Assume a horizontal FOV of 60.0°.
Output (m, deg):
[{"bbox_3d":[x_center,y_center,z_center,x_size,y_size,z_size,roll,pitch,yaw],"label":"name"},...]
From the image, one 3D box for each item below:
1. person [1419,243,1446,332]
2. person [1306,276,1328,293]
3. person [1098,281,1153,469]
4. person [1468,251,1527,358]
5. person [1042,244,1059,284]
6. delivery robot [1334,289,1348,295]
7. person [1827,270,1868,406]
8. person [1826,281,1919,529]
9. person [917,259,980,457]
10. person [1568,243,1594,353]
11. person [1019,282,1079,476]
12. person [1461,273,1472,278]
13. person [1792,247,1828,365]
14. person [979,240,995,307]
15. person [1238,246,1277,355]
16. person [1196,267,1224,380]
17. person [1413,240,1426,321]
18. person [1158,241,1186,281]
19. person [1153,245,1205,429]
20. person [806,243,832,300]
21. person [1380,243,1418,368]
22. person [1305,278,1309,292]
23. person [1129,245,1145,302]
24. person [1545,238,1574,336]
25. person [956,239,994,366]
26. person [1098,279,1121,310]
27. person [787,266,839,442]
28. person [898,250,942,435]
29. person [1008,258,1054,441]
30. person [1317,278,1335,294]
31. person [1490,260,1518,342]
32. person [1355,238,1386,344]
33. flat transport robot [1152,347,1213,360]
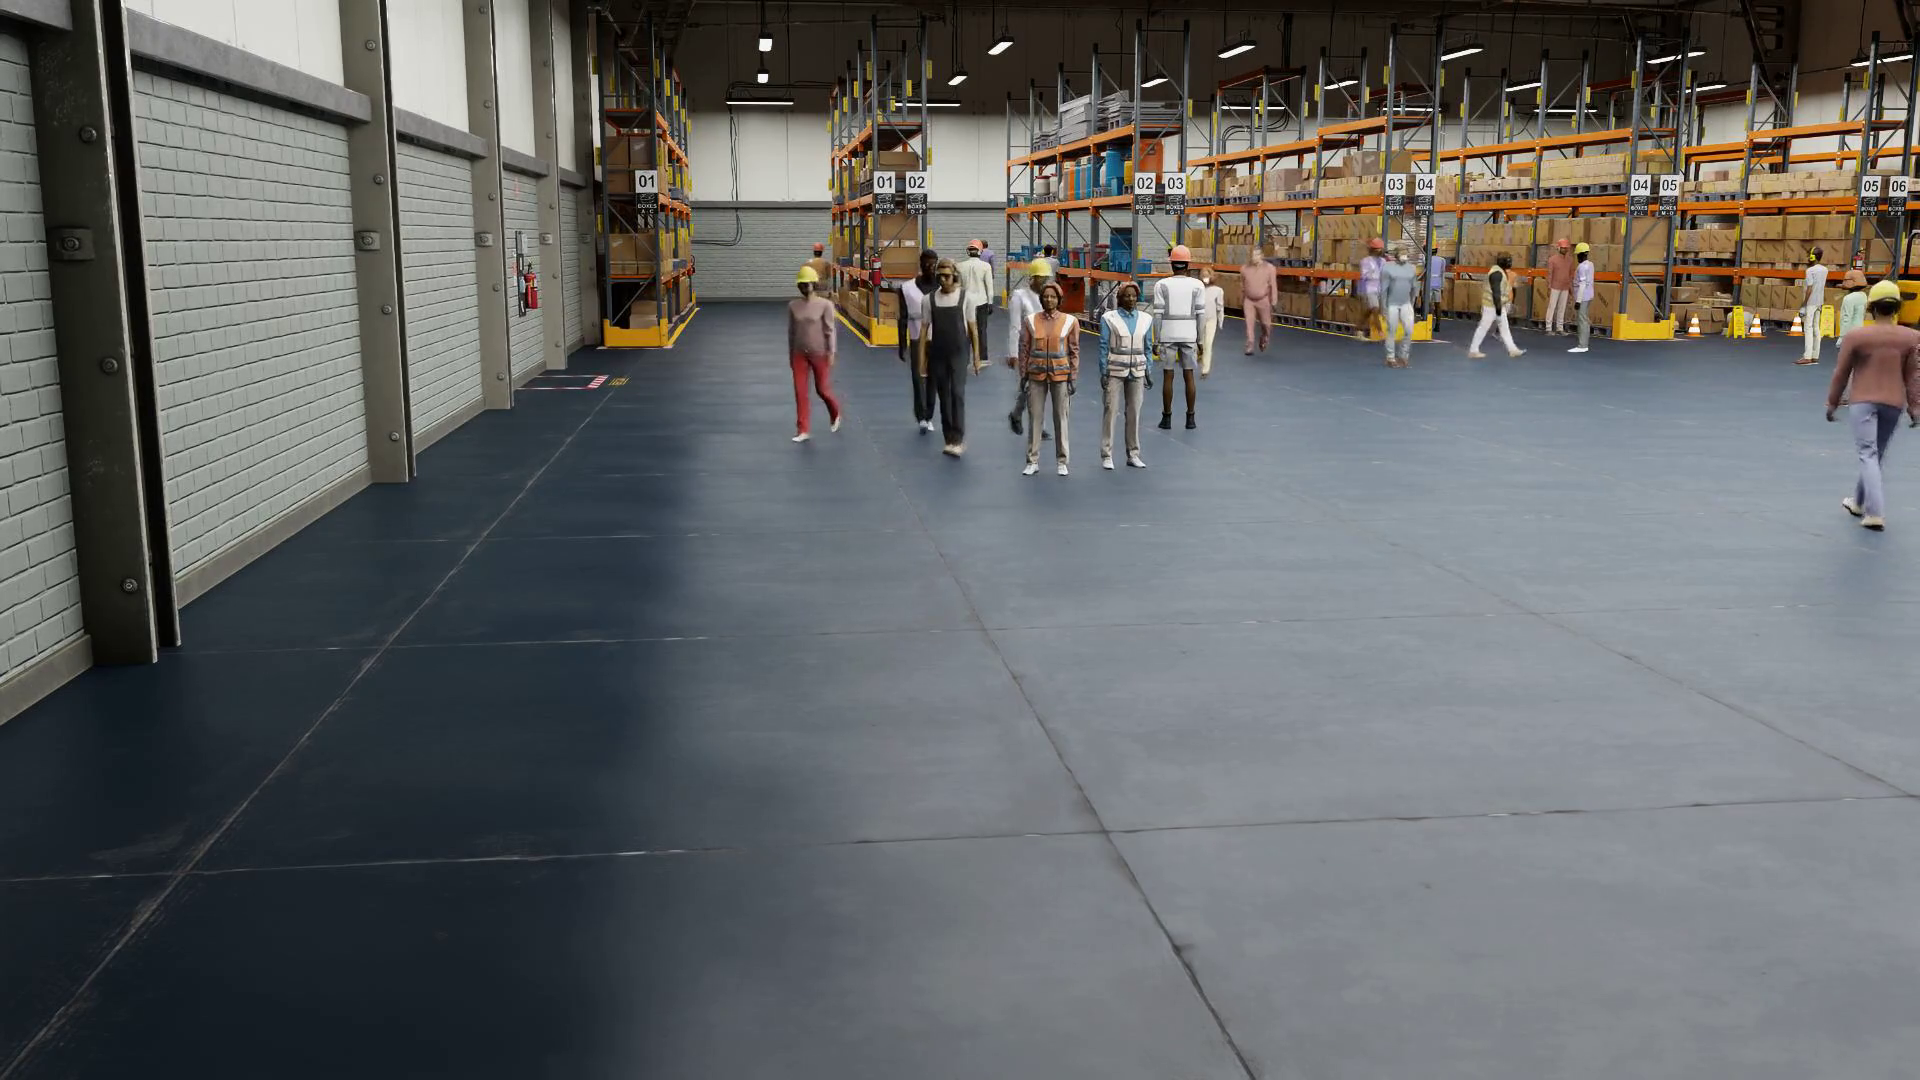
[{"bbox_3d":[10.087,-5.414,35.572,0.544,1.933,0.376,-1,10,-7],"label":"person"},{"bbox_3d":[8.857,-6.465,41.288,0.612,1.955,0.986,-1,10,-5],"label":"person"},{"bbox_3d":[1.450,-1.441,14.587,0.512,1.642,0.312,-3,11,-17],"label":"person"},{"bbox_3d":[9.013,-3.923,27.820,0.987,1.780,0.650,6,12,28],"label":"person"},{"bbox_3d":[1.897,-5.468,36.036,0.520,1.873,0.333,-2,10,-10],"label":"person"},{"bbox_3d":[11.459,-7.285,49.348,0.707,0.478,0.477,-4,11,-21],"label":"delivery robot"},{"bbox_3d":[10.687,-2.420,19.977,0.498,1.633,0.285,-9,14,-41],"label":"person"},{"bbox_3d":[6.449,-0.966,11.761,0.542,1.712,0.902,1,10,8],"label":"person"},{"bbox_3d":[-0.127,-1.656,15.277,0.554,1.813,0.826,2,11,11],"label":"person"},{"bbox_3d":[10.931,-4.254,29.245,0.383,1.921,0.585,7,12,33],"label":"person"},{"bbox_3d":[0.758,-1.366,14.174,0.513,1.645,0.307,2,10,10],"label":"person"},{"bbox_3d":[15.293,-8.048,50.145,0.360,1.884,0.574,-1,10,-6],"label":"person"},{"bbox_3d":[13.567,-3.725,26.501,0.509,1.867,0.328,-7,12,-33],"label":"person"},{"bbox_3d":[0.695,-7.703,48.098,0.627,1.941,0.370,1,10,7],"label":"person"},{"bbox_3d":[5.146,-4.142,28.765,0.670,1.878,0.794,3,11,15],"label":"person"},{"bbox_3d":[3.536,-3.124,23.917,0.503,1.605,0.801,4,11,19],"label":"person"},{"bbox_3d":[10.453,-5.861,37.710,0.608,2.047,0.365,-1,10,-5],"label":"person"},{"bbox_3d":[4.488,-5.370,35.343,0.594,1.924,0.382,-1,10,-4],"label":"person"},{"bbox_3d":[2.305,-2.137,17.591,0.552,1.935,0.370,0,10,-1],"label":"person"},{"bbox_3d":[-3.005,-5.370,35.415,0.546,1.913,0.788,-1,10,-6],"label":"person"},{"bbox_3d":[6.757,-3.582,25.572,0.637,1.919,0.609,-1,10,-6],"label":"person"},{"bbox_3d":[10.643,-7.944,50.149,0.588,1.664,0.449,10,14,43],"label":"person"},{"bbox_3d":[4.523,-6.613,42.423,0.564,1.835,0.409,-9,14,-41],"label":"person"},{"bbox_3d":[12.299,-5.171,34.069,0.613,1.994,0.395,-3,11,-17],"label":"person"},{"bbox_3d":[0.241,-3.725,26.159,0.608,1.988,0.387,3,11,18],"label":"person"},{"bbox_3d":[3.861,-6.714,42.950,0.627,1.844,0.429,0,10,0],"label":"person"},{"bbox_3d":[-1.469,-1.874,16.679,0.531,1.742,0.713,4,11,19],"label":"person"},{"bbox_3d":[-0.310,-2.017,17.089,0.609,1.872,1.000,-2,10,-8],"label":"person"},{"bbox_3d":[0.749,-1.895,16.586,0.614,1.815,0.451,-8,13,-36],"label":"person"},{"bbox_3d":[9.562,-6.865,43.776,0.633,1.843,0.429,1,10,7],"label":"person"},{"bbox_3d":[10.474,-4.658,32.182,0.541,1.646,0.863,-2,11,-13],"label":"person"},{"bbox_3d":[7.949,-4.742,31.722,0.629,1.986,1.035,-8,13,-37],"label":"person"},{"bbox_3d":[3.690,-3.136,27.638,0.652,0.197,1.431,5,11,24],"label":"flat transport robot"}]
